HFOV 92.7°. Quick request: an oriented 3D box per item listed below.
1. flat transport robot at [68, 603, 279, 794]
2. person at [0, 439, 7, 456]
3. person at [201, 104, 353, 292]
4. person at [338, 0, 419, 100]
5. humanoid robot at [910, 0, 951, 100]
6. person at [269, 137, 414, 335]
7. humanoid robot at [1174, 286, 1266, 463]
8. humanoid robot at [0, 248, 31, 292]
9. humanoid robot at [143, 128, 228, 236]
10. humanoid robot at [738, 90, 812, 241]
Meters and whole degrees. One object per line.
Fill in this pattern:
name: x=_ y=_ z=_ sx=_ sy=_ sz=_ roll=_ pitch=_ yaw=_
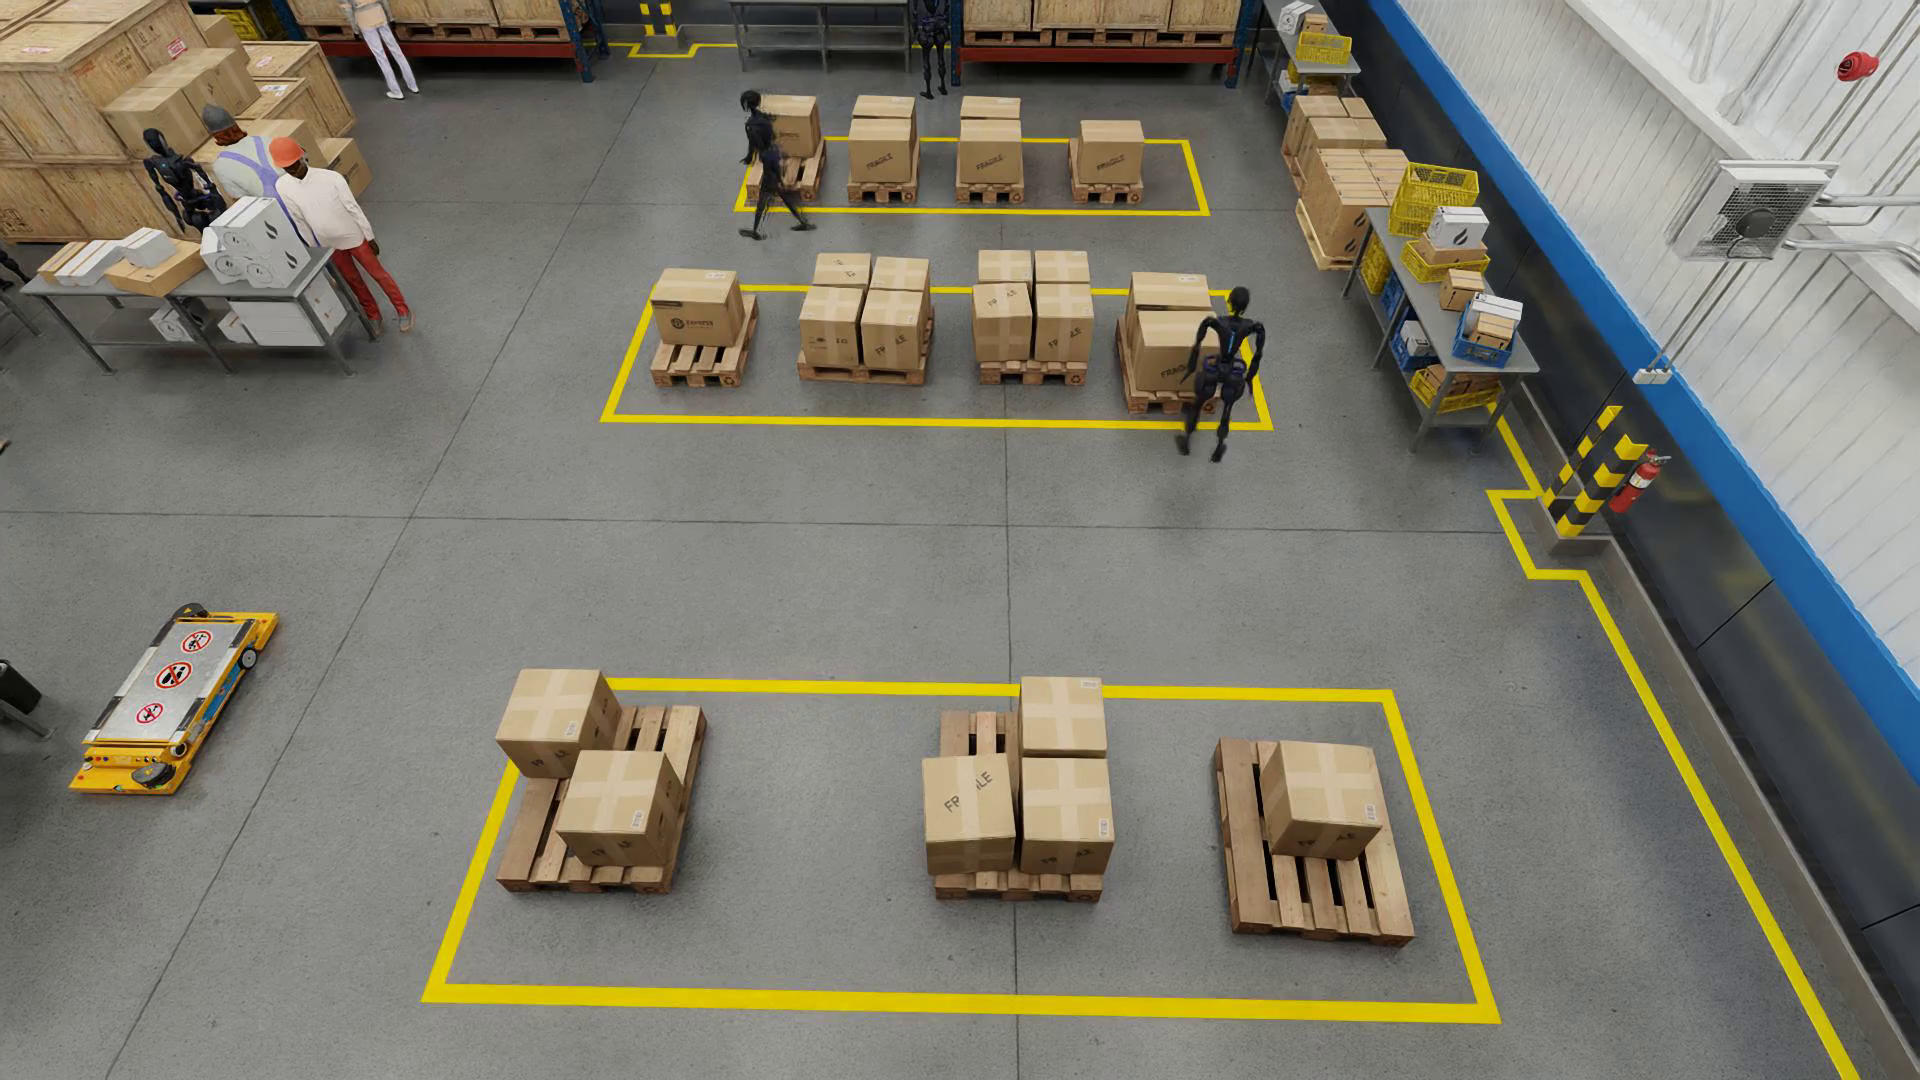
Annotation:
flat transport robot: x=-5.504 y=1.072 z=6.442 sx=0.652 sy=0.197 sz=1.431 roll=1 pitch=50 yaw=1
person: x=-8.619 y=-1.181 z=7.403 sx=0.535 sy=1.733 sz=0.663 roll=3 pitch=50 yaw=2
person: x=-6.684 y=-3.213 z=8.927 sx=0.537 sy=2.000 sz=0.673 roll=19 pitch=52 yaw=15
person: x=-7.757 y=-6.837 z=12.066 sx=0.368 sy=1.925 sz=0.594 roll=29 pitch=56 yaw=22
humanoid robot: x=-0.380 y=-6.770 z=12.164 sx=0.596 sy=1.657 sz=0.323 roll=-25 pitch=54 yaw=-20
person: x=-5.840 y=-2.830 z=8.641 sx=0.616 sy=1.990 sz=0.394 roll=-8 pitch=50 yaw=-7
humanoid robot: x=2.163 y=-1.353 z=7.588 sx=0.623 sy=1.644 sz=0.355 roll=9 pitch=50 yaw=8
humanoid robot: x=-10.041 y=-3.193 z=9.138 sx=0.598 sy=1.655 sz=0.324 roll=-5 pitch=50 yaw=-4
humanoid robot: x=-7.642 y=-3.316 z=9.240 sx=0.590 sy=1.659 sz=0.327 roll=-4 pitch=50 yaw=-4
humanoid robot: x=-2.079 y=-4.028 z=9.884 sx=0.809 sy=1.622 sz=0.559 roll=-3 pitch=50 yaw=-2
